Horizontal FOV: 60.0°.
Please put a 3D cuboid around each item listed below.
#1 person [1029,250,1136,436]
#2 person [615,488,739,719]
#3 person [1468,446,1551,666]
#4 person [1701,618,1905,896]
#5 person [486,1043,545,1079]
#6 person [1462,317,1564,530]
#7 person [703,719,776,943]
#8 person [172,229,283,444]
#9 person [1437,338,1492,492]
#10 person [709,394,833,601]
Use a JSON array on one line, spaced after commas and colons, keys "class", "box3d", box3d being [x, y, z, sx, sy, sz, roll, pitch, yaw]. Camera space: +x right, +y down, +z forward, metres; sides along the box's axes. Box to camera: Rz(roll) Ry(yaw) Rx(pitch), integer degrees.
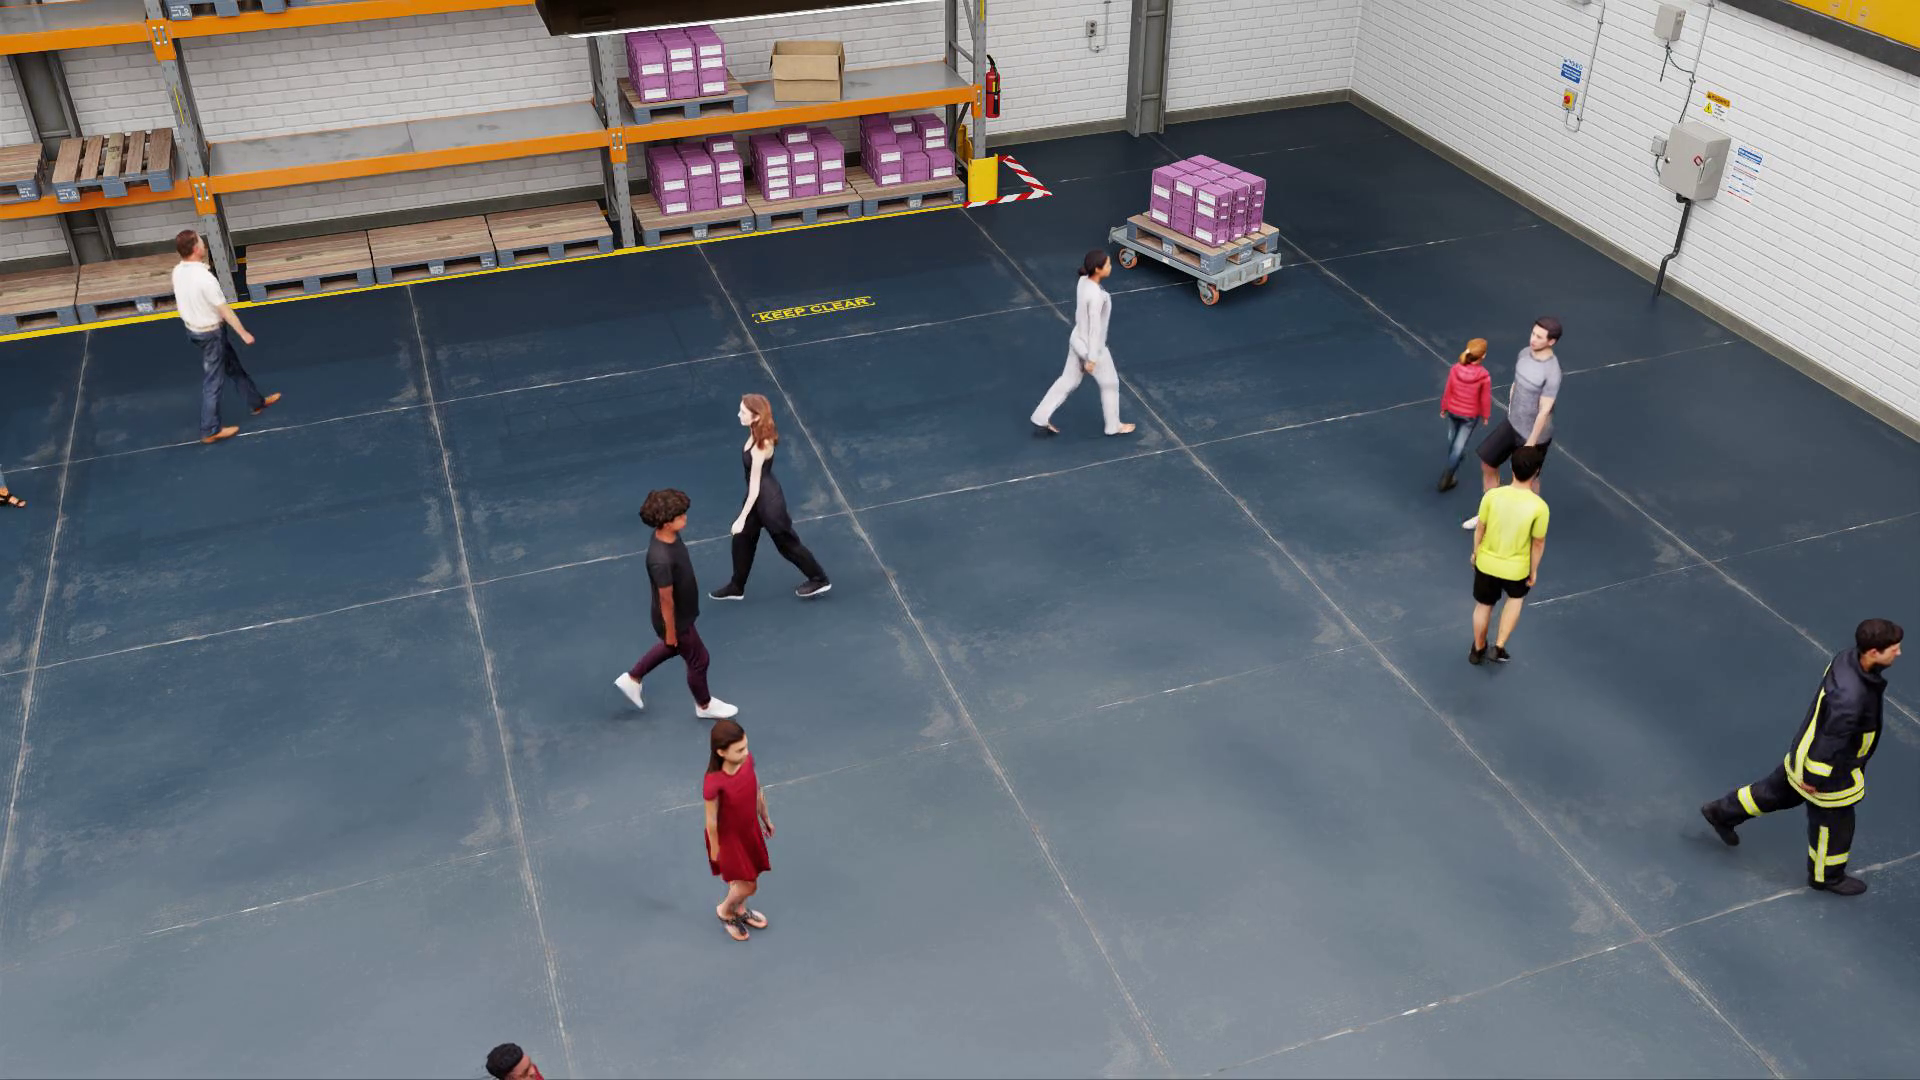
[{"class": "person", "box3d": [0.999, -1.629, 13.964, 1.152, 1.713, 0.720, -8, 34, -12]}, {"class": "person", "box3d": [-1.930, 0.445, 10.801, 1.100, 1.761, 0.810, -3, 34, -4]}, {"class": "person", "box3d": [3.668, 0.172, 11.268, 0.767, 1.699, 0.825, 16, 37, 23]}, {"class": "person", "box3d": [4.899, 1.188, 9.560, 1.310, 1.898, 1.257, 15, 36, 21]}, {"class": "person", "box3d": [-2.022, 2.795, 7.722, 0.627, 1.255, 0.589, 7, 34, 10]}, {"class": "person", "box3d": [4.407, -0.861, 12.679, 0.776, 1.858, 0.680, -11, 35, -16]}, {"class": "person", "box3d": [-1.315, 1.586, 9.285, 0.754, 1.540, 0.695, 16, 37, 23]}, {"class": "person", "box3d": [-6.371, -1.657, 13.909, 0.961, 1.822, 1.157, 28, 43, 35]}, {"class": "person", "box3d": [4.014, -0.988, 13.377, 0.737, 1.296, 0.887, 26, 42, 34]}, {"class": "person", "box3d": [-1.289, -0.262, 11.917, 1.134, 1.704, 0.633, -9, 35, -13]}]
